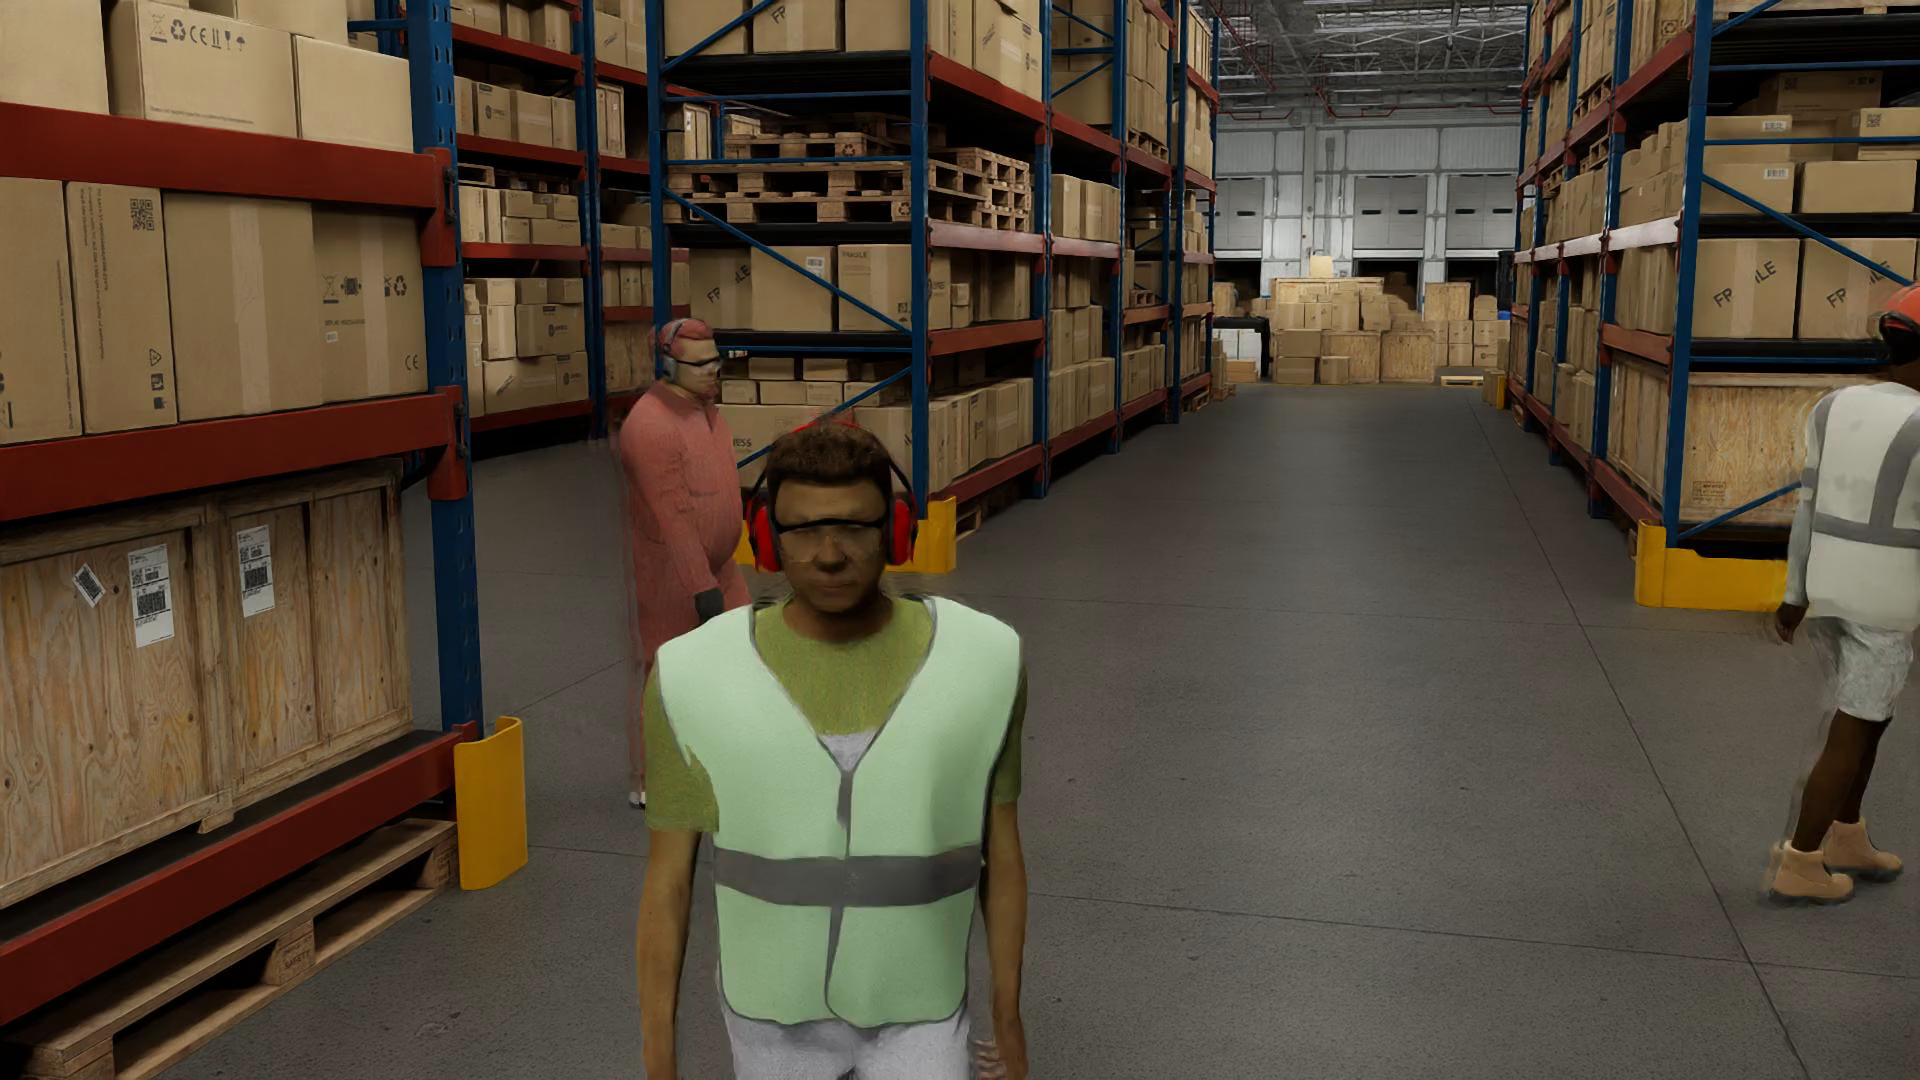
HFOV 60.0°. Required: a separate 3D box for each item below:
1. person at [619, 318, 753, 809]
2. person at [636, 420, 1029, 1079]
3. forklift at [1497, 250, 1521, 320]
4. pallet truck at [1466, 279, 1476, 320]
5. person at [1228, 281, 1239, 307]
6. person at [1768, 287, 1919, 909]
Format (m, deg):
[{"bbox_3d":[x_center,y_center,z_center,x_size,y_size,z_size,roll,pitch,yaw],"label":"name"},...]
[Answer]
[{"bbox_3d":[-0.913,0.130,6.135,0.737,1.875,0.652,3,9,19],"label":"person"},{"bbox_3d":[-0.174,0.737,2.442,0.591,1.817,0.704,-1,9,-6],"label":"person"},{"bbox_3d":[16.010,-6.928,47.789,1.129,2.768,1.873,2,9,15],"label":"forklift"},{"bbox_3d":[18.896,-8.459,60.307,1.885,1.965,0.823,5,10,31],"label":"pallet truck"},{"bbox_3d":[9.338,-8.019,57.702,0.634,1.936,0.351,1,9,7],"label":"person"},{"bbox_3d":[2.958,0.201,5.251,0.755,2.006,0.638,-2,9,-12],"label":"person"}]
